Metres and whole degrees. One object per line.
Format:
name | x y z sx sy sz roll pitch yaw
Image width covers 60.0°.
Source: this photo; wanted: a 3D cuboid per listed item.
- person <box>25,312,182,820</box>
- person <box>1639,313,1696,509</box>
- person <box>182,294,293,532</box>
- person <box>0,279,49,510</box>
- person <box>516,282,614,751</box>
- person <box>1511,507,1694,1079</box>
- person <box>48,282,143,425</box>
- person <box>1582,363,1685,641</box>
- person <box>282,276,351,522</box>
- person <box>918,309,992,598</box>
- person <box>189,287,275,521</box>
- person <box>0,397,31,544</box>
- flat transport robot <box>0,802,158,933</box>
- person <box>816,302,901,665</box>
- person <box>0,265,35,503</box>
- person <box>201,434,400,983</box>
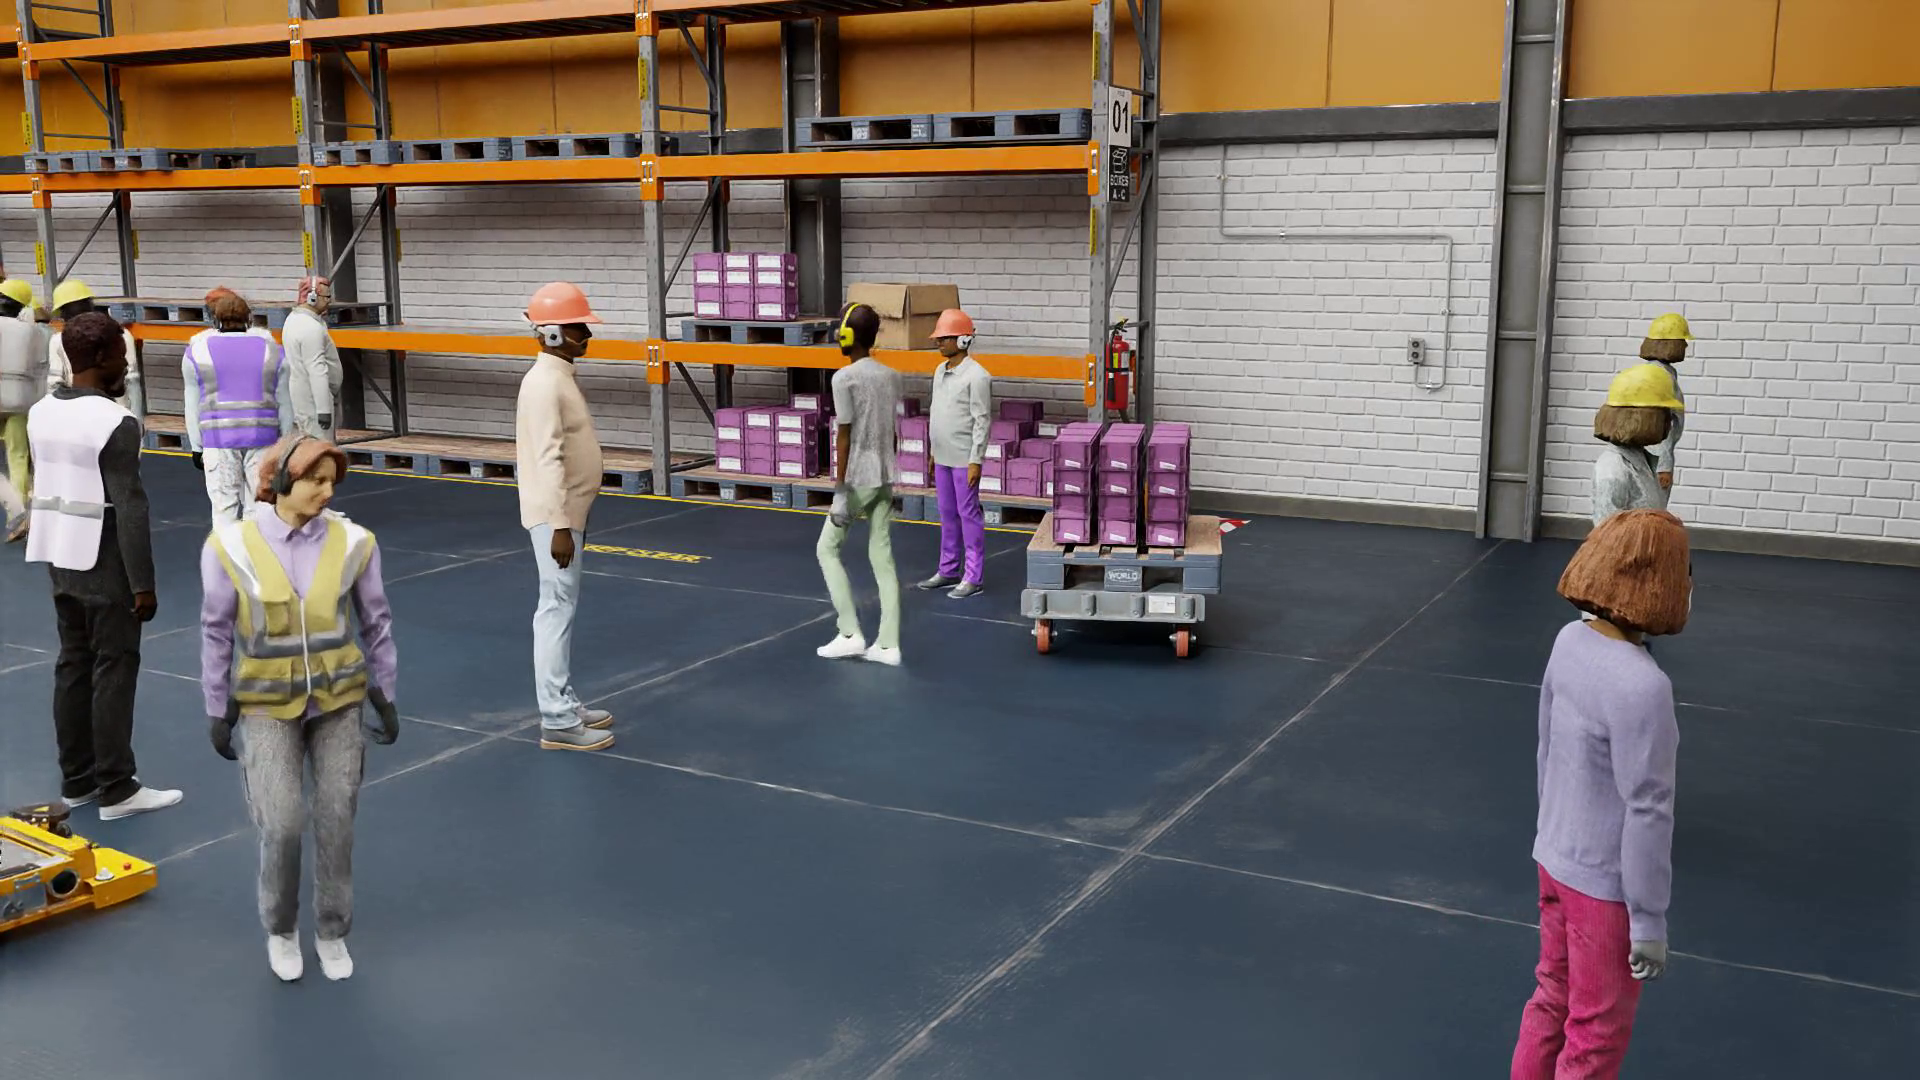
person | -3.266 0.104 6.284 0.583 1.910 0.401 6 12 30
person | 4.129 -0.463 9.824 0.296 1.743 0.492 2 11 10
person | -4.485 -0.606 10.383 0.618 1.836 0.431 -6 12 -29
person | -7.131 -0.992 12.399 0.695 1.878 0.472 -8 13 -36
person | -1.702 -0.103 7.159 0.378 1.996 0.610 -2 10 -10
person | 1.374 0.736 3.554 0.268 1.632 0.507 0 10 -1
person | -5.972 -0.820 11.464 0.645 1.874 0.694 0 10 3
person | 2.381 0.242 5.959 0.293 1.745 0.486 6 12 30
person | -4.882 -1.047 12.634 0.401 1.894 0.653 -7 12 -32
person | -0.032 -0.529 10.160 0.325 1.752 0.559 -7 12 -33
person | -5.121 -0.870 11.800 0.596 1.831 0.958 -4 11 -19
person | -6.880 -0.897 11.546 0.550 1.986 0.639 0 10 -1
flat transport robot | -3.332 1.135 5.106 0.652 0.197 1.431 7 12 34
person | -0.535 -0.281 8.524 0.608 1.850 0.567 8 13 37
person | -7.863 -1.301 13.596 0.615 2.043 0.373 -5 12 -27
person | -1.910 0.504 4.862 0.542 1.615 0.412 -7 12 -32
